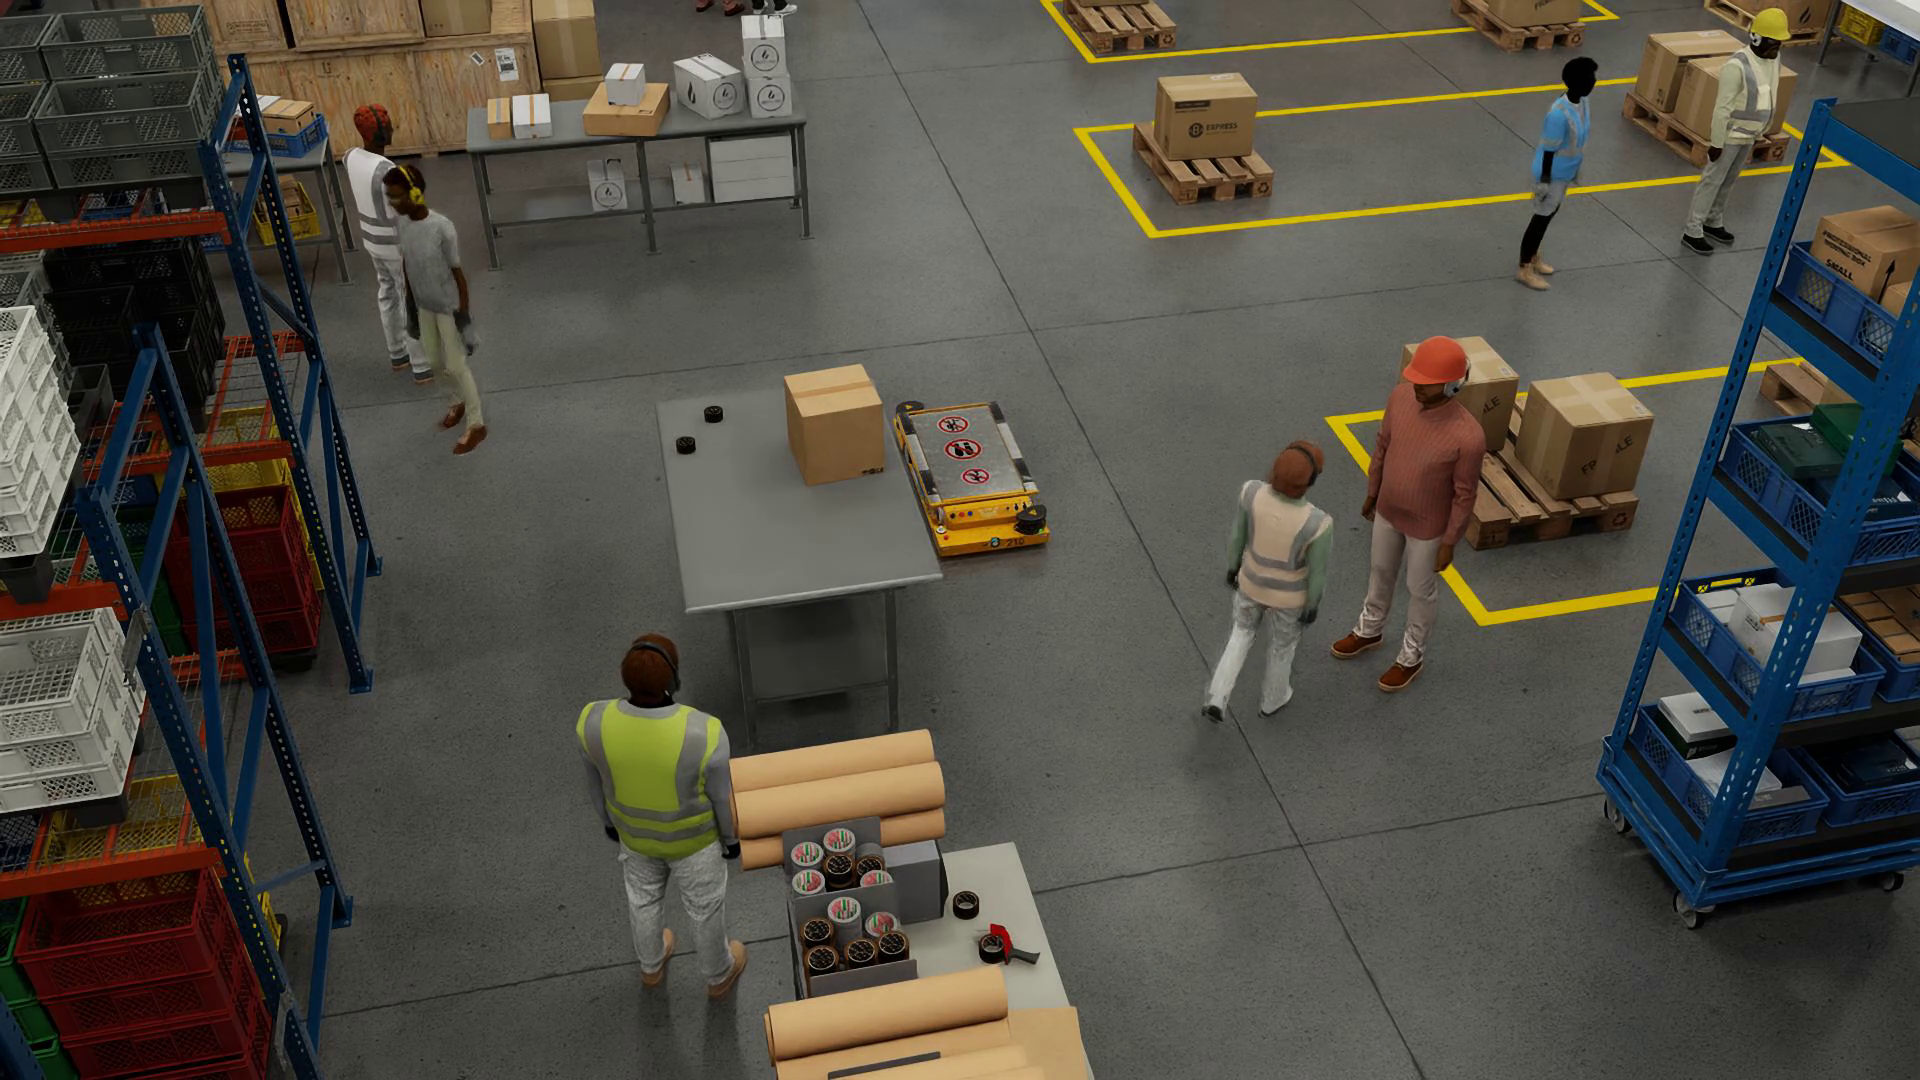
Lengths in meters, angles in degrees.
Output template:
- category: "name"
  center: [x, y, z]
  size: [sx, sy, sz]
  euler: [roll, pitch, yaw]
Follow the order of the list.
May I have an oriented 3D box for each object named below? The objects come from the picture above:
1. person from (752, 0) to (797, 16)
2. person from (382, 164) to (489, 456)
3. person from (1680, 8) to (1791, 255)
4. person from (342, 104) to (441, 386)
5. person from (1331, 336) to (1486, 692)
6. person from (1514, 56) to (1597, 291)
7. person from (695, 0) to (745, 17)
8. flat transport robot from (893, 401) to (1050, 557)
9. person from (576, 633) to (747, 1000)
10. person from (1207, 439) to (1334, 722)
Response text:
- category: "person"
  center: [-1.941, -6.157, 16.435]
  size: [0.593, 1.920, 0.391]
  euler: [14, 39, 18]
- category: "person"
  center: [-3.127, -1.413, 10.132]
  size: [0.581, 1.844, 0.542]
  euler: [19, 41, 23]
- category: "person"
  center: [5.757, -3.022, 12.293]
  size: [0.603, 1.830, 0.404]
  euler: [-25, 44, -30]
- category: "person"
  center: [-3.662, -1.898, 10.748]
  size: [0.579, 1.878, 0.342]
  euler: [28, 45, 32]
- category: "person"
  center: [2.247, -0.133, 8.276]
  size: [0.381, 1.994, 0.619]
  euler: [-22, 42, -27]
- category: "person"
  center: [4.258, -2.630, 11.882]
  size: [0.317, 1.696, 0.540]
  euler: [23, 43, 28]
- category: "person"
  center: [-2.451, -6.209, 16.528]
  size: [0.644, 1.898, 0.397]
  euler: [13, 39, 17]
- category: "flat transport robot"
  center: [0.046, -0.430, 10.108]
  size: [0.652, 0.197, 1.431]
  euler: [-8, 37, -10]
- category: "person"
  center: [-1.165, 1.137, 6.707]
  size: [0.629, 1.836, 0.430]
  euler: [7, 37, 9]
- category: "person"
  center: [1.489, 0.260, 8.053]
  size: [0.538, 1.622, 0.514]
  euler: [23, 43, 28]
